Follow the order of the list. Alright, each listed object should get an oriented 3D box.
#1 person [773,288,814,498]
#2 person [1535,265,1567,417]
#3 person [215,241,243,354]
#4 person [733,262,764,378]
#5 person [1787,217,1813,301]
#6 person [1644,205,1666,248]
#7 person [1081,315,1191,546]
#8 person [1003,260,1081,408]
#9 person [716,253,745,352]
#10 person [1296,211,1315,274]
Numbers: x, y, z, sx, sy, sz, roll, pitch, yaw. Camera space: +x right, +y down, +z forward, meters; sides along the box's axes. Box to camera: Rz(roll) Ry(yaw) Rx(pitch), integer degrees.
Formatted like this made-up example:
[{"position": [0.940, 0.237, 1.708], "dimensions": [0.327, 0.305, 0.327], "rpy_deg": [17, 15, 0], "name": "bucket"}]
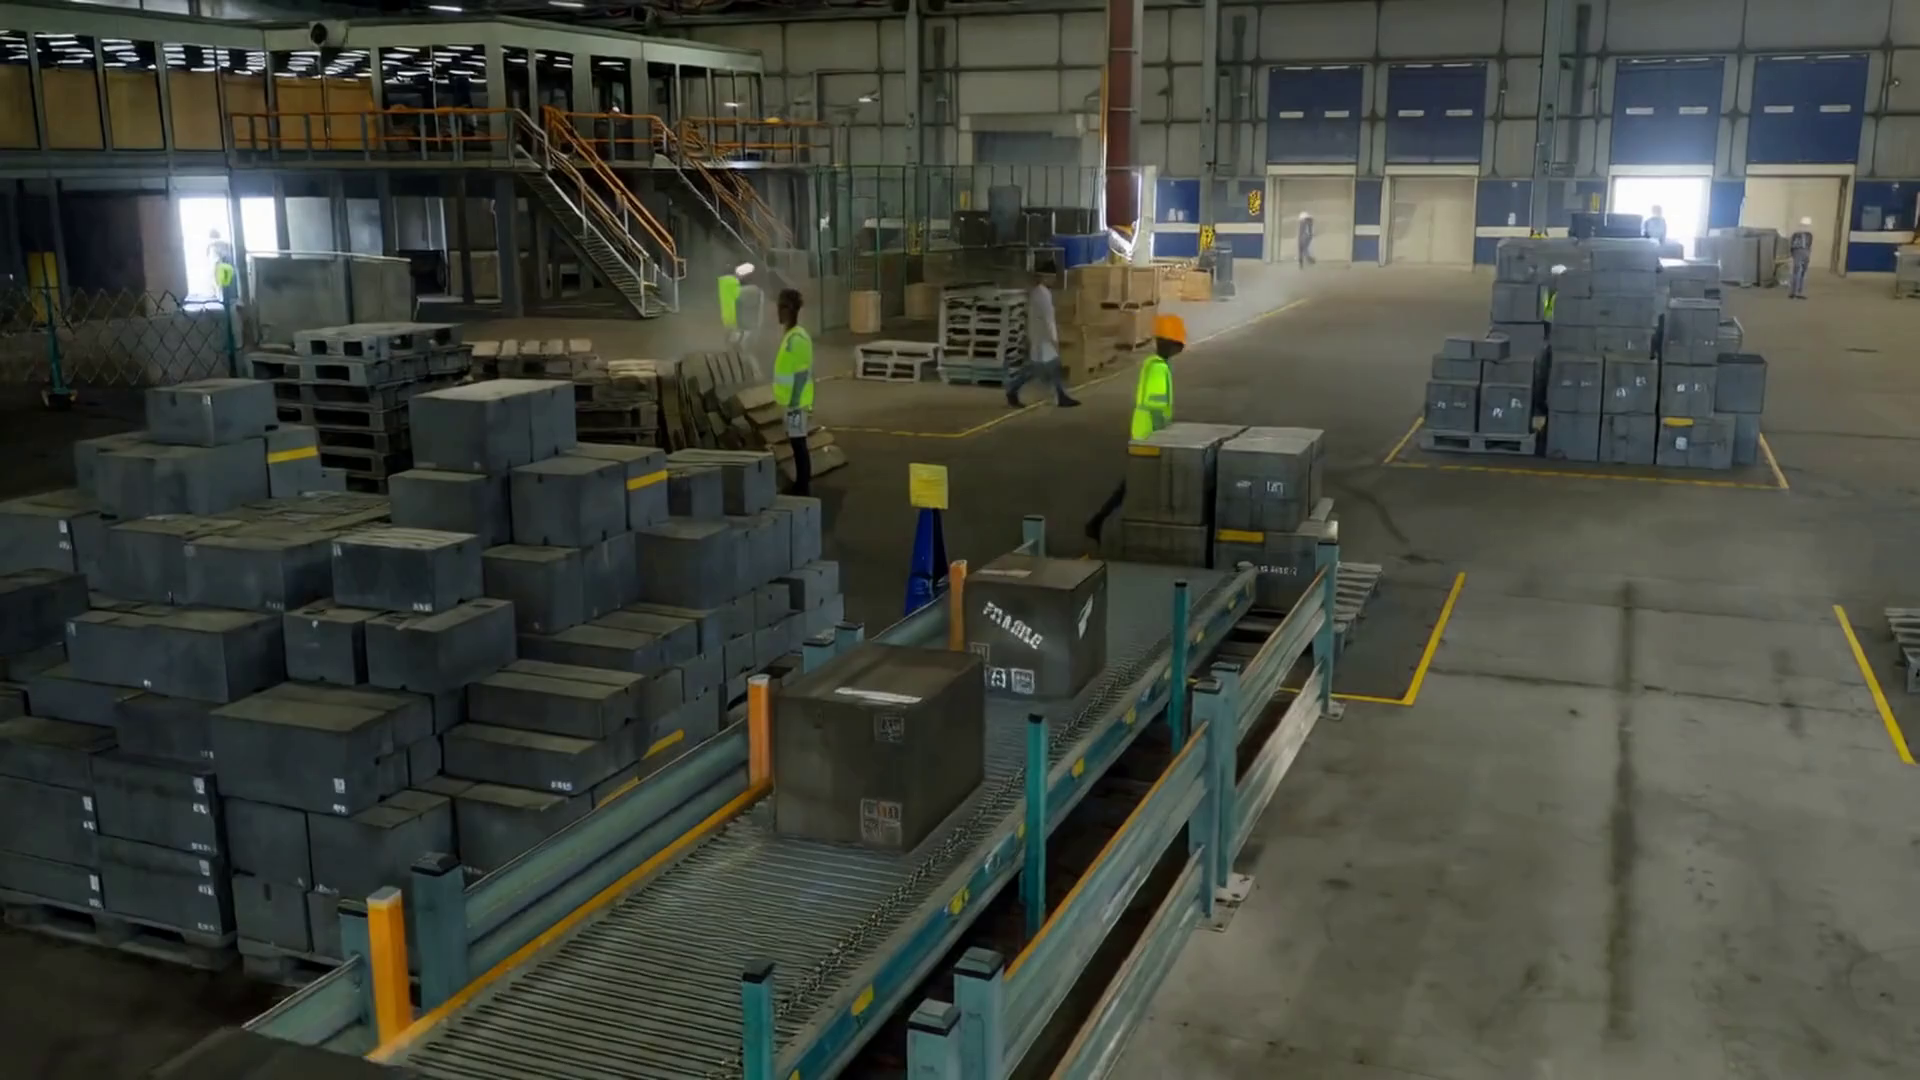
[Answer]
[{"position": [-1.496, -1.271, 14.963], "dimensions": [0.366, 1.962, 0.607], "rpy_deg": [-2, 13, -10], "name": "person"}, {"position": [7.245, -2.351, 19.979], "dimensions": [0.823, 1.893, 0.600], "rpy_deg": [1, 13, 3], "name": "person"}, {"position": [-12.075, -3.984, 27.400], "dimensions": [0.346, 1.846, 0.506], "rpy_deg": [-1, 13, -3], "name": "person"}, {"position": [-2.909, -2.938, 22.889], "dimensions": [0.383, 1.754, 0.543], "rpy_deg": [5, 14, 23], "name": "person"}, {"position": [19.529, -6.517, 38.581], "dimensions": [0.593, 1.922, 0.383], "rpy_deg": [-5, 13, -21], "name": "person"}, {"position": [19.852, -8.550, 47.542], "dimensions": [0.623, 1.992, 0.396], "rpy_deg": [1, 13, 3], "name": "person"}, {"position": [1.462, -0.857, 13.310], "dimensions": [0.972, 1.888, 0.594], "rpy_deg": [1, 13, 5], "name": "person"}, {"position": [1.022, -2.614, 21.167], "dimensions": [0.997, 1.895, 0.547], "rpy_deg": [0, 13, -1], "name": "person"}, {"position": [-3.289, -3.146, 23.641], "dimensions": [0.520, 1.852, 0.785], "rpy_deg": [7, 15, 30], "name": "person"}, {"position": [10.015, -8.629, 48.286], "dimensions": [0.463, 1.831, 0.641], "rpy_deg": [10, 16, 38], "name": "person"}]
